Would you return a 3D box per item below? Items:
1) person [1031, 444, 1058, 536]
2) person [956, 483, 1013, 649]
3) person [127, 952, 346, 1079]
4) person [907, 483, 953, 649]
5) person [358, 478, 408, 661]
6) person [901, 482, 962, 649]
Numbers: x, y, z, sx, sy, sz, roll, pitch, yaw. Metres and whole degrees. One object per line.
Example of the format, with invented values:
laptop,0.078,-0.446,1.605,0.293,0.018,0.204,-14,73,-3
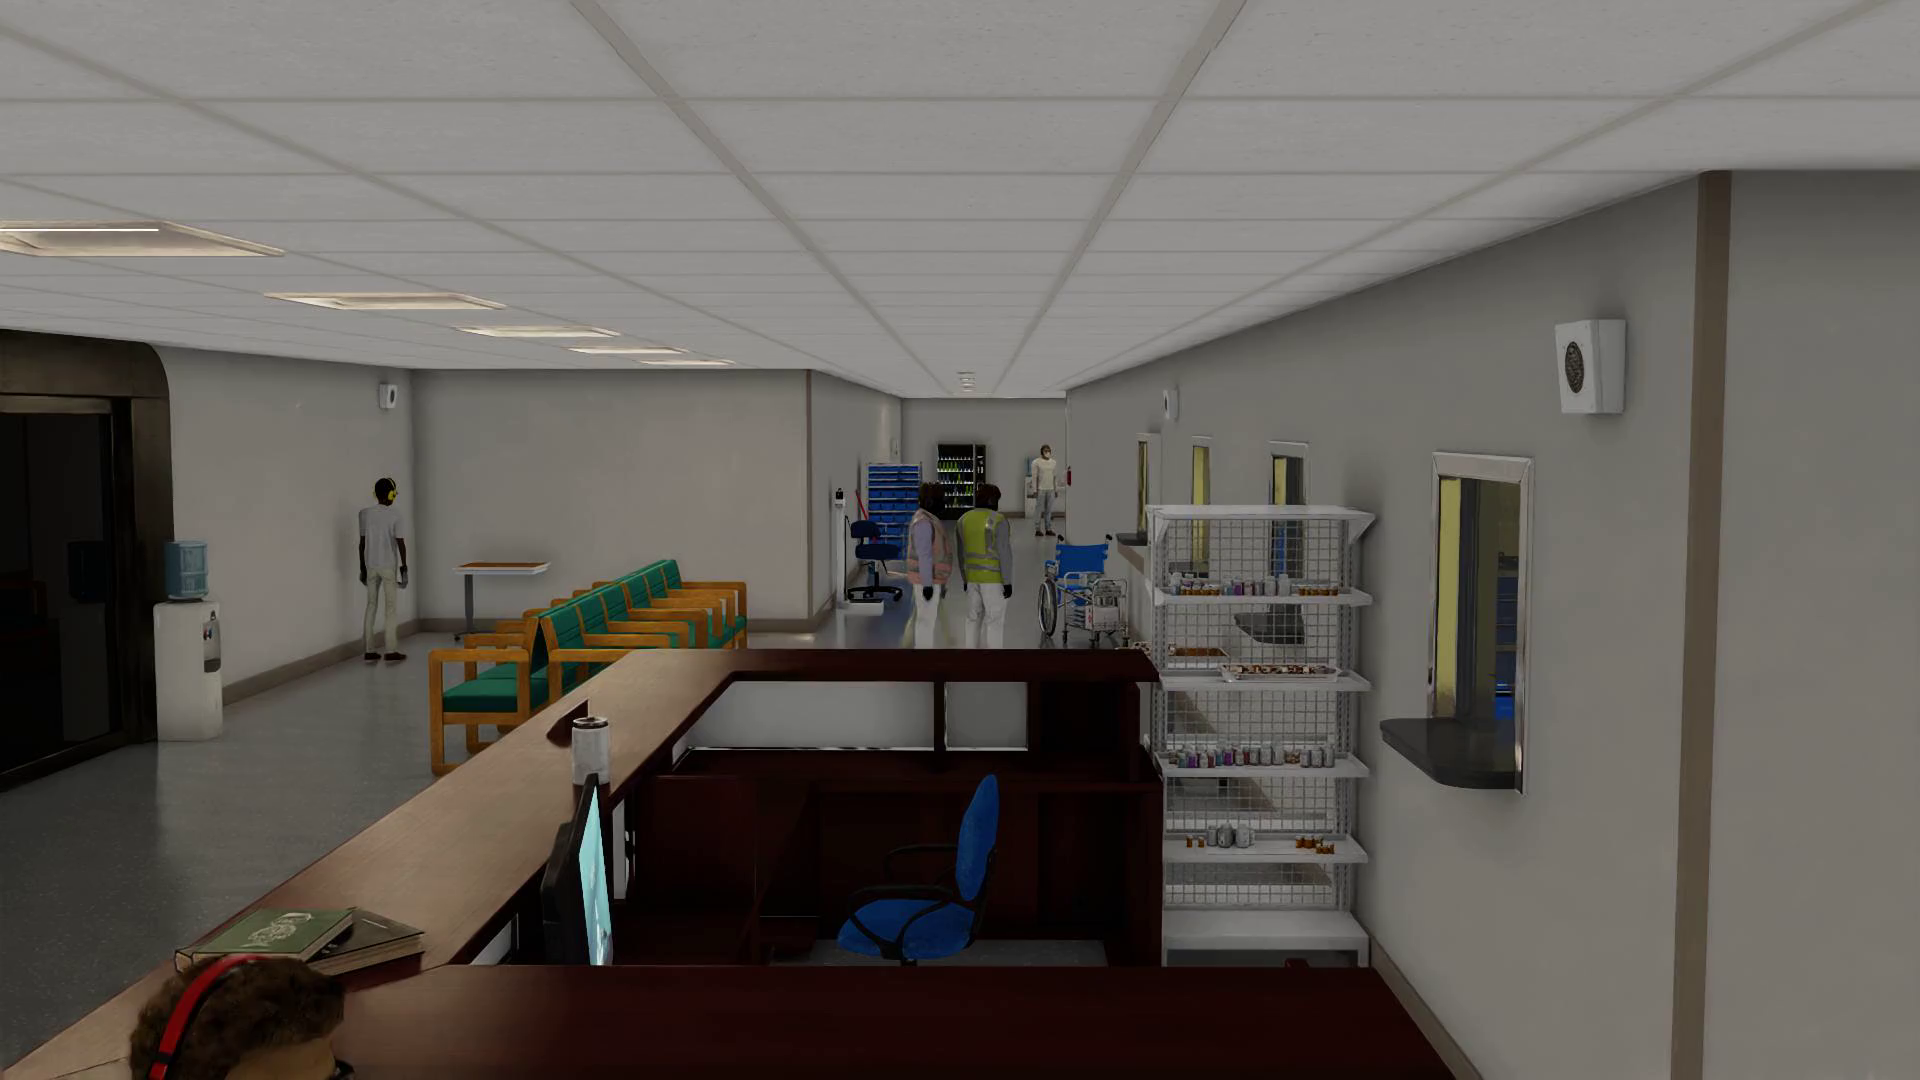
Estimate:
person,1.797,-1.044,35.044,0.629,1.940,0.373,-2,5,-29
person,0.262,0.385,15.703,0.621,1.838,0.429,4,5,42
person,-0.856,1.371,1.894,0.396,1.841,0.575,0,4,7
person,-0.279,0.388,15.631,0.429,1.842,0.630,0,4,2
person,-5.814,0.302,16.761,0.523,1.856,0.336,1,4,8
person,-0.200,0.365,16.101,0.881,1.818,0.537,0,4,3
